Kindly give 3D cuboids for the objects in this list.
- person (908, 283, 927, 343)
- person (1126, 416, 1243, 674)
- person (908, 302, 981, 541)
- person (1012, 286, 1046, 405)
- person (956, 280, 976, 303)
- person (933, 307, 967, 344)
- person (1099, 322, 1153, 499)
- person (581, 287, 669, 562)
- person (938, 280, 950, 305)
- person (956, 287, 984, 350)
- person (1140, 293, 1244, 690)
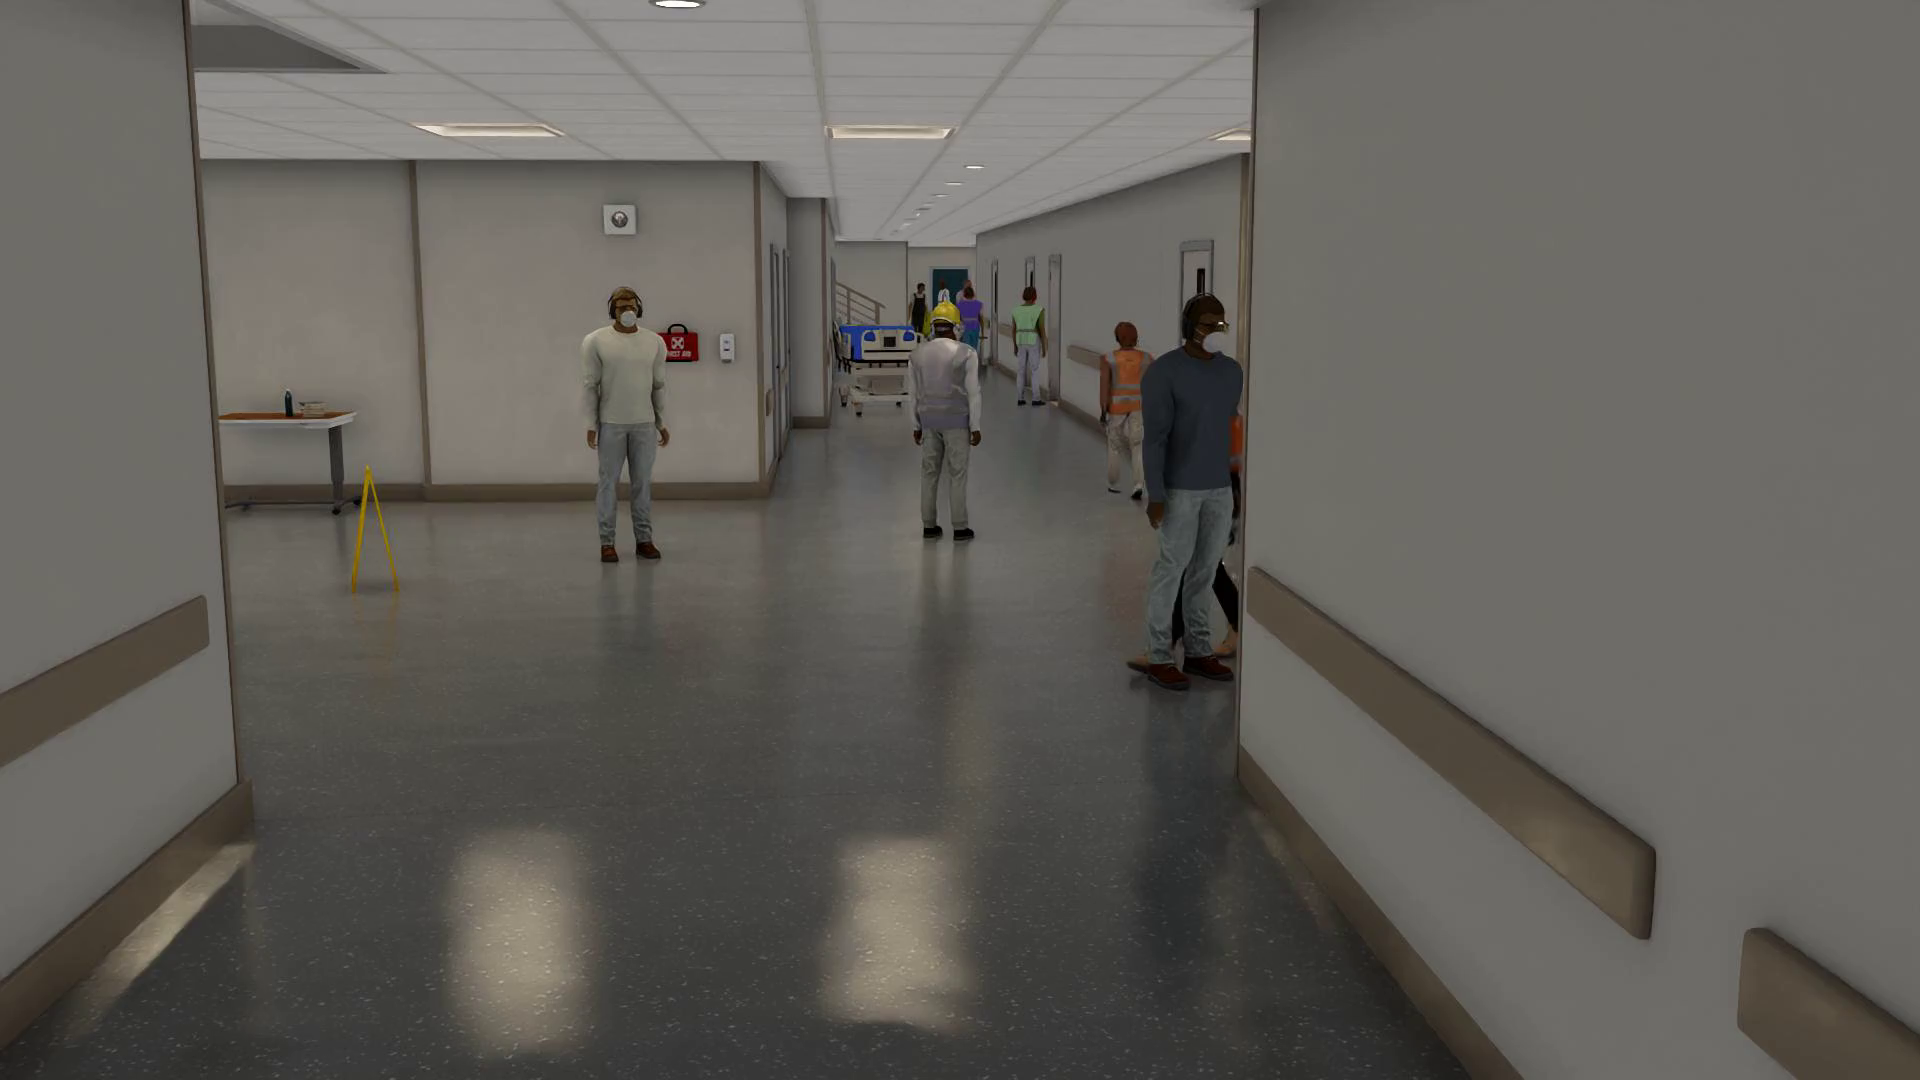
[{"bbox_3d":[-1.181,-6.266,46.394,0.574,1.829,0.505,-3,9,-17],"label":"person"},{"bbox_3d":[1.216,-0.155,8.538,0.852,1.651,0.542,-3,10,-20],"label":"person"},{"bbox_3d":[-0.105,-0.902,12.720,0.590,1.824,0.403,4,10,25],"label":"person"},{"bbox_3d":[1.071,-3.018,25.906,0.565,1.849,0.388,5,10,27],"label":"person"},{"bbox_3d":[0.207,-5.975,44.293,0.651,1.906,0.403,-6,11,-35],"label":"person"},{"bbox_3d":[-0.172,-2.539,23.652,0.524,1.611,0.767,-5,10,-27],"label":"person"},{"bbox_3d":[1.531,-1.194,15.199,0.527,1.600,0.850,-1,9,-6],"label":"person"},{"bbox_3d":[-2.363,-0.817,11.806,0.627,1.940,0.370,-5,10,-28],"label":"person"},{"bbox_3d":[-0.524,-7.288,52.603,0.337,1.882,0.583,-5,10,-27],"label":"person"},{"bbox_3d":[0.188,-4.162,33.293,0.576,1.785,0.991,-1,9,-4],"label":"person"},{"bbox_3d":[1.153,-0.242,8.201,0.635,1.936,0.354,-7,11,-36],"label":"person"}]
